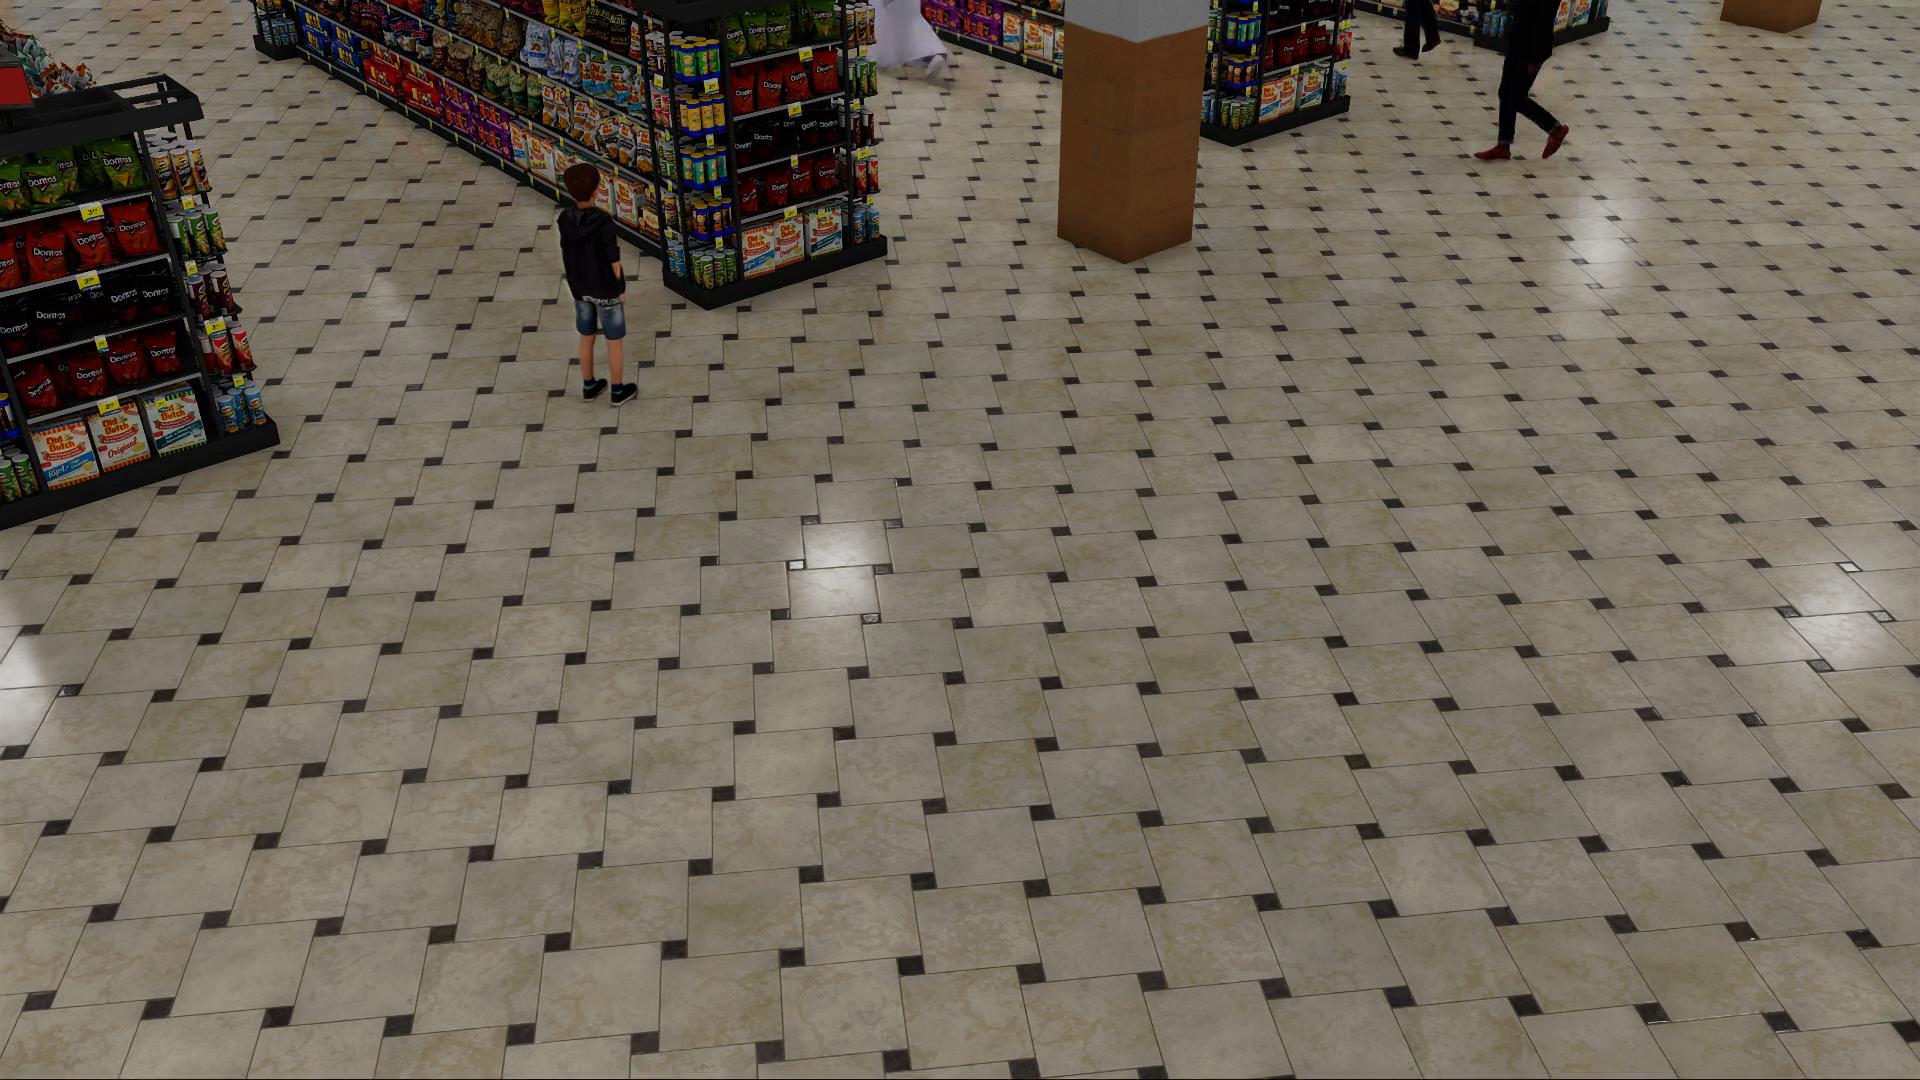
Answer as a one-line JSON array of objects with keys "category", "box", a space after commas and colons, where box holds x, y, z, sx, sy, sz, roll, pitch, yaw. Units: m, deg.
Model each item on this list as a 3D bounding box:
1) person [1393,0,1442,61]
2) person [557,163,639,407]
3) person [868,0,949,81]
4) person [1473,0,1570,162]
[{"category": "person", "box": [4.428, -5.423, 15.621, 0.688, 1.809, 0.704, -21, 38, -30]}, {"category": "person", "box": [-2.106, -1.470, 9.612, 0.574, 1.447, 0.670, 12, 34, 19]}, {"category": "person", "box": [-0.491, -5.116, 15.053, 0.695, 1.889, 1.196, -26, 40, -35]}, {"category": "person", "box": [4.548, -3.842, 13.086, 1.066, 1.803, 1.024, 0, 32, 1]}]
